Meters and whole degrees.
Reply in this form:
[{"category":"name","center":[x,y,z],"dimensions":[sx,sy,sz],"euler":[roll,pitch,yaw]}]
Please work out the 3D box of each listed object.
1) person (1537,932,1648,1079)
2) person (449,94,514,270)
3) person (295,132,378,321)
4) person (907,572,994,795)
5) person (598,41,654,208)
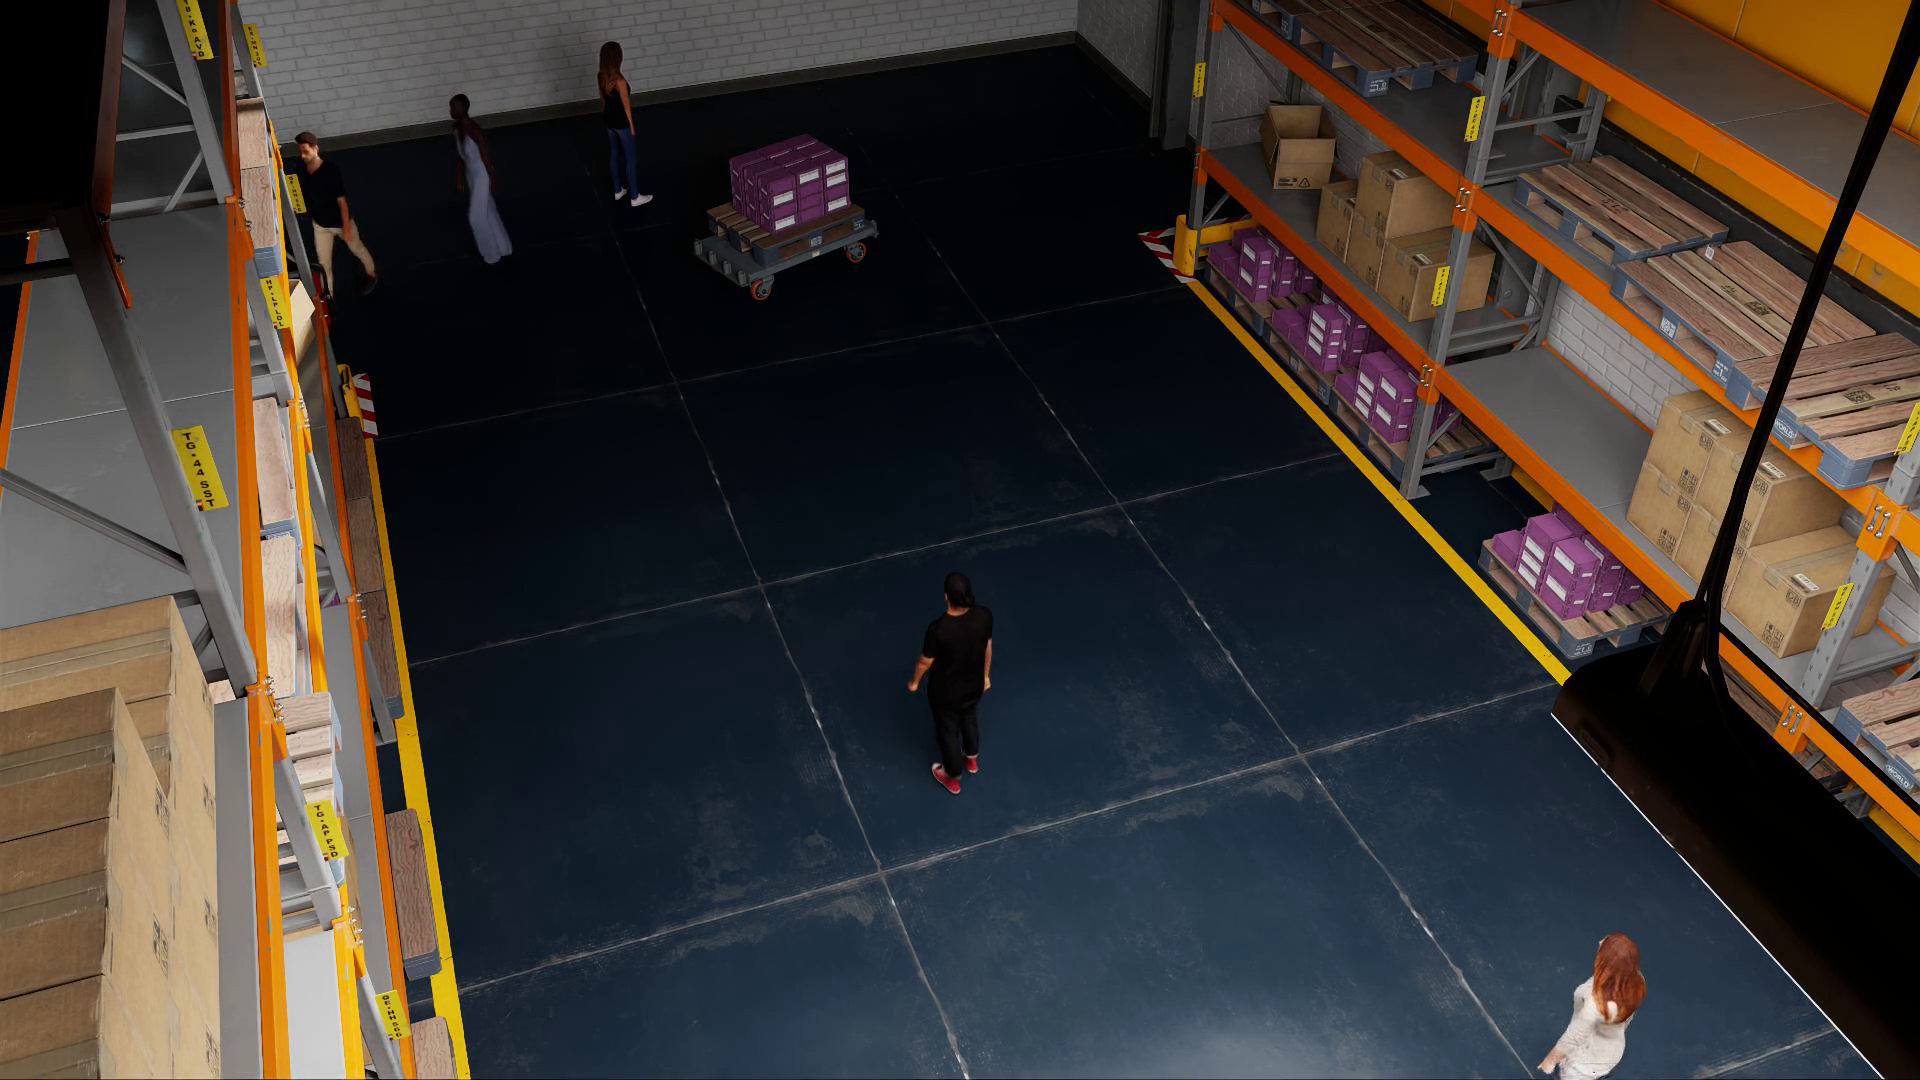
[{"category":"person","center":[3.284,2.653,8.478],"dimensions":[0.688,1.697,0.666],"euler":[-25,45,-28]},{"category":"person","center":[-4.575,-3.498,16.125],"dimensions":[0.792,1.766,0.849],"euler":[30,47,32]},{"category":"person","center":[-5.775,-2.976,15.454],"dimensions":[1.086,1.788,1.308],"euler":[8,39,9]},{"category":"person","center":[-0.012,0.947,10.571],"dimensions":[0.714,1.751,0.728],"euler":[-23,44,-26]},{"category":"person","center":[-3.524,-4.302,17.167],"dimensions":[0.620,1.722,0.737],"euler":[29,47,31]}]
